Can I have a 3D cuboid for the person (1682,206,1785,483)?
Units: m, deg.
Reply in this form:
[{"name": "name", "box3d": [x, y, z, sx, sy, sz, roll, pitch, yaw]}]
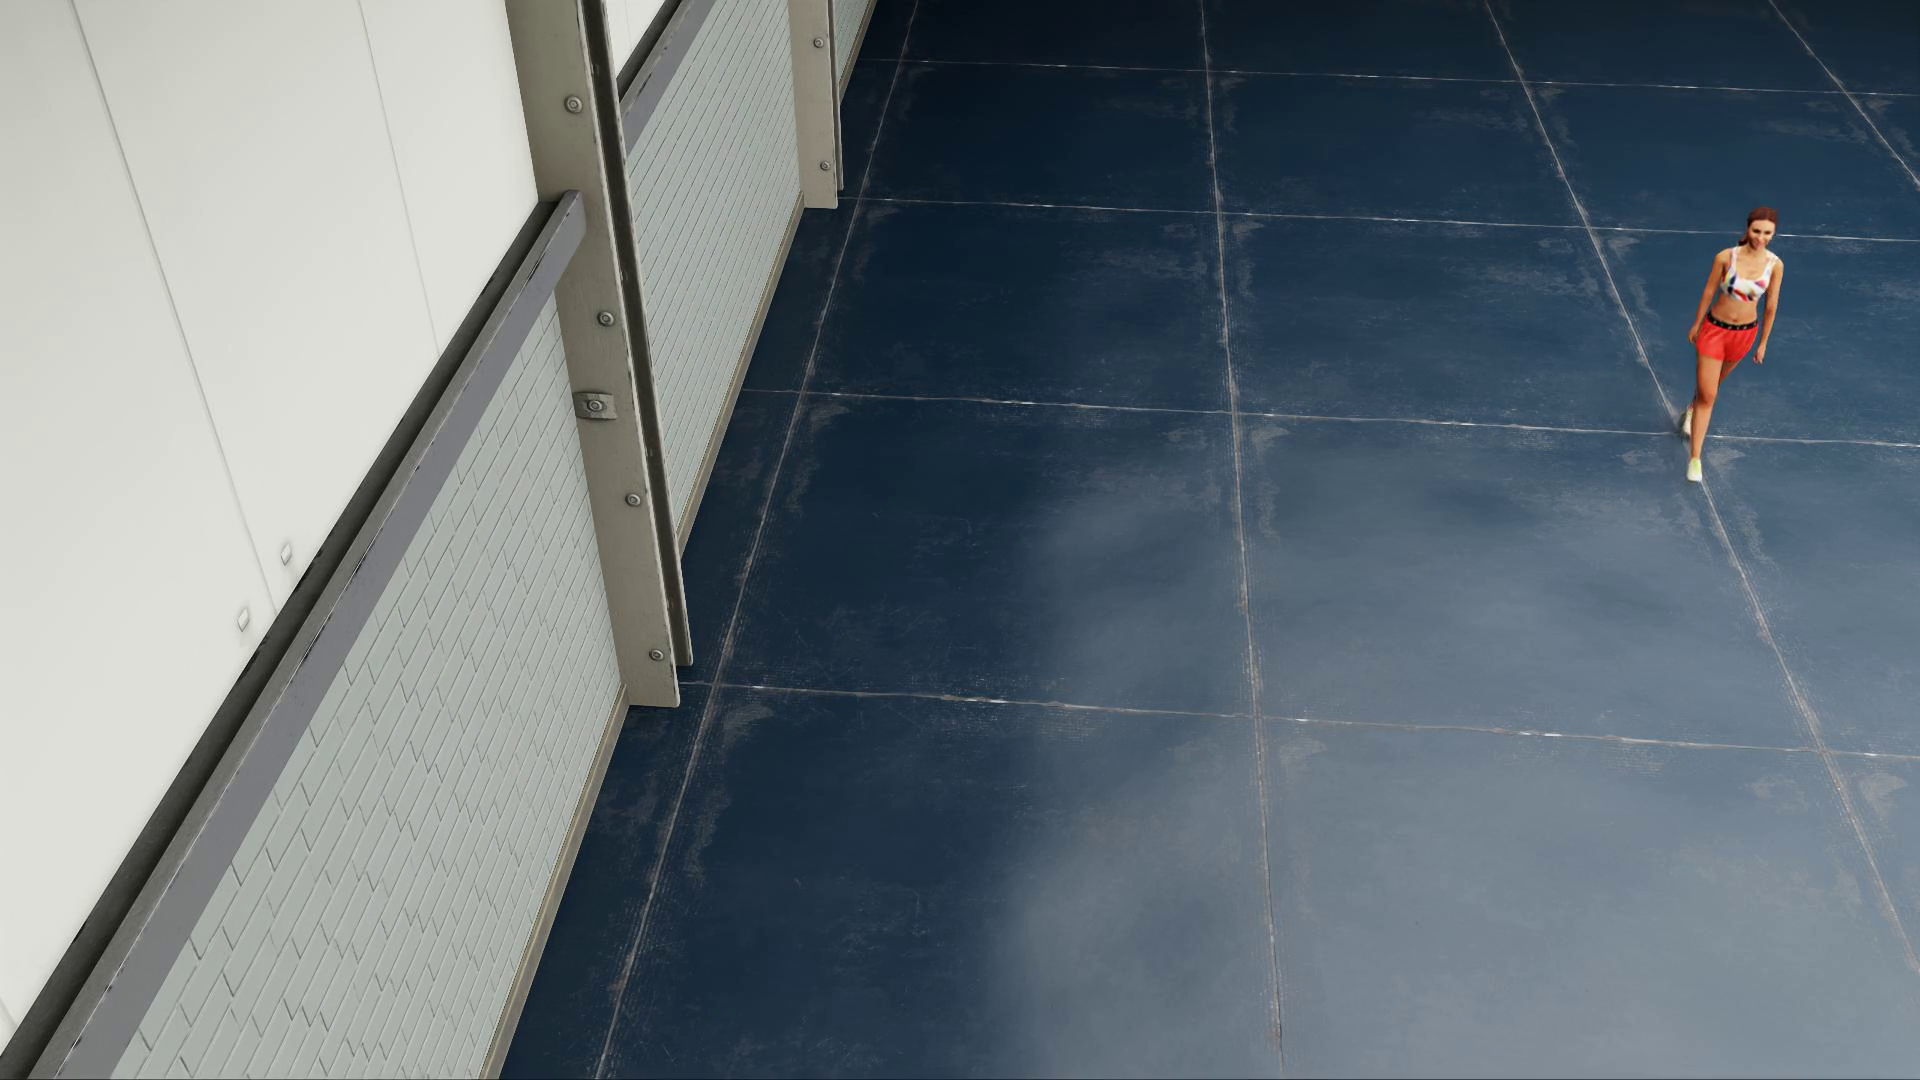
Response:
[{"name": "person", "box3d": [4.881, -1.321, 10.590, 0.749, 1.741, 1.184, 10, 39, 12]}]
